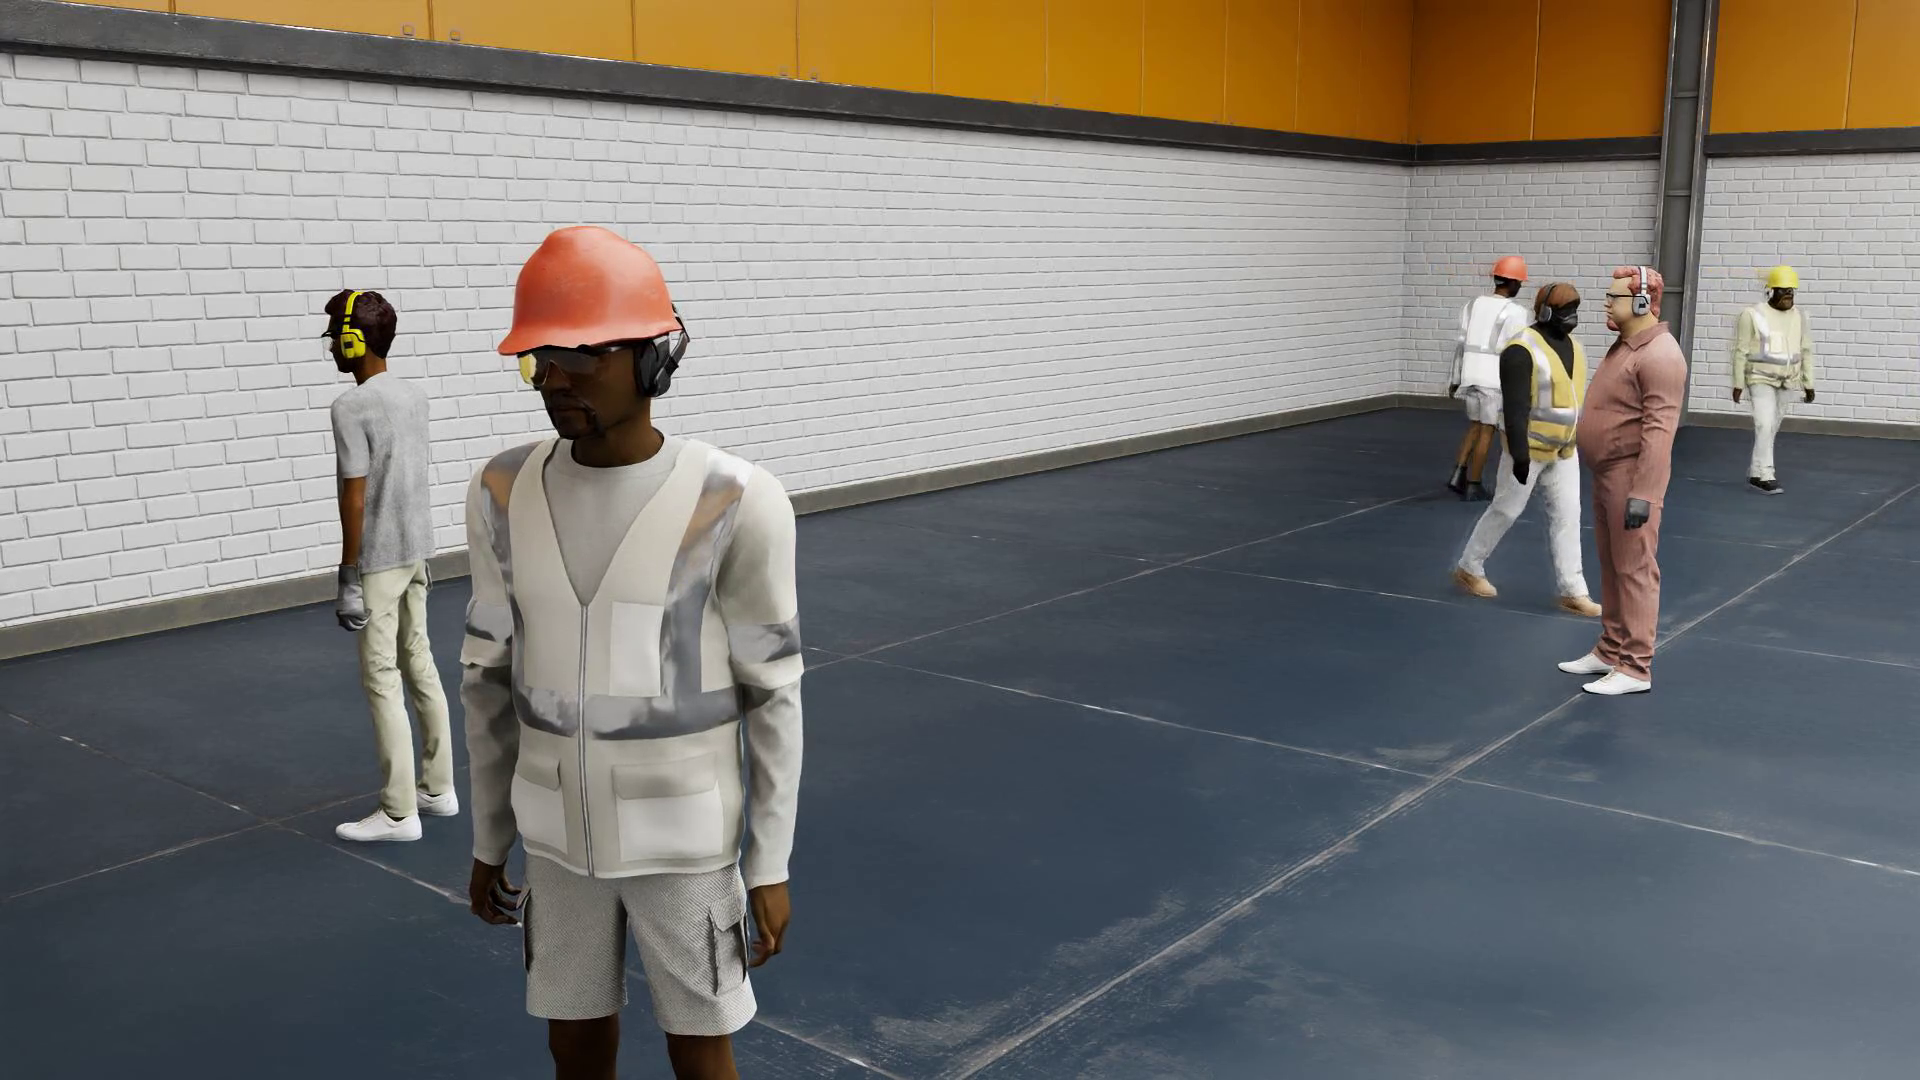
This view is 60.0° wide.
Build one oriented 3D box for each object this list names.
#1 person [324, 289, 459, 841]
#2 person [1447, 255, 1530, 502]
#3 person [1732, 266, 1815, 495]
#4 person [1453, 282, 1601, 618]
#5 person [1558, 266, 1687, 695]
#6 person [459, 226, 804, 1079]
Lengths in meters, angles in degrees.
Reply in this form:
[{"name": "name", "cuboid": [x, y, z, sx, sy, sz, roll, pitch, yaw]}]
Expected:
[{"name": "person", "cuboid": [-1.949, 0.089, 5.643, 0.317, 1.861, 0.516, 2, 10, 12]}, {"name": "person", "cuboid": [4.112, -1.235, 12.855, 0.479, 1.907, 0.599, -6, 12, -28]}, {"name": "person", "cuboid": [6.522, -1.252, 13.196, 0.618, 1.807, 0.739, -2, 10, -9]}, {"name": "person", "cuboid": [3.142, -0.516, 9.160, 0.637, 1.807, 0.919, -6, 12, -31]}, {"name": "person", "cuboid": [2.965, -0.263, 7.458, 0.407, 1.910, 0.639, 1, 10, 6]}, {"name": "person", "cuboid": [-0.577, 0.504, 2.834, 0.614, 2.041, 0.389, 3, 11, 15]}]
